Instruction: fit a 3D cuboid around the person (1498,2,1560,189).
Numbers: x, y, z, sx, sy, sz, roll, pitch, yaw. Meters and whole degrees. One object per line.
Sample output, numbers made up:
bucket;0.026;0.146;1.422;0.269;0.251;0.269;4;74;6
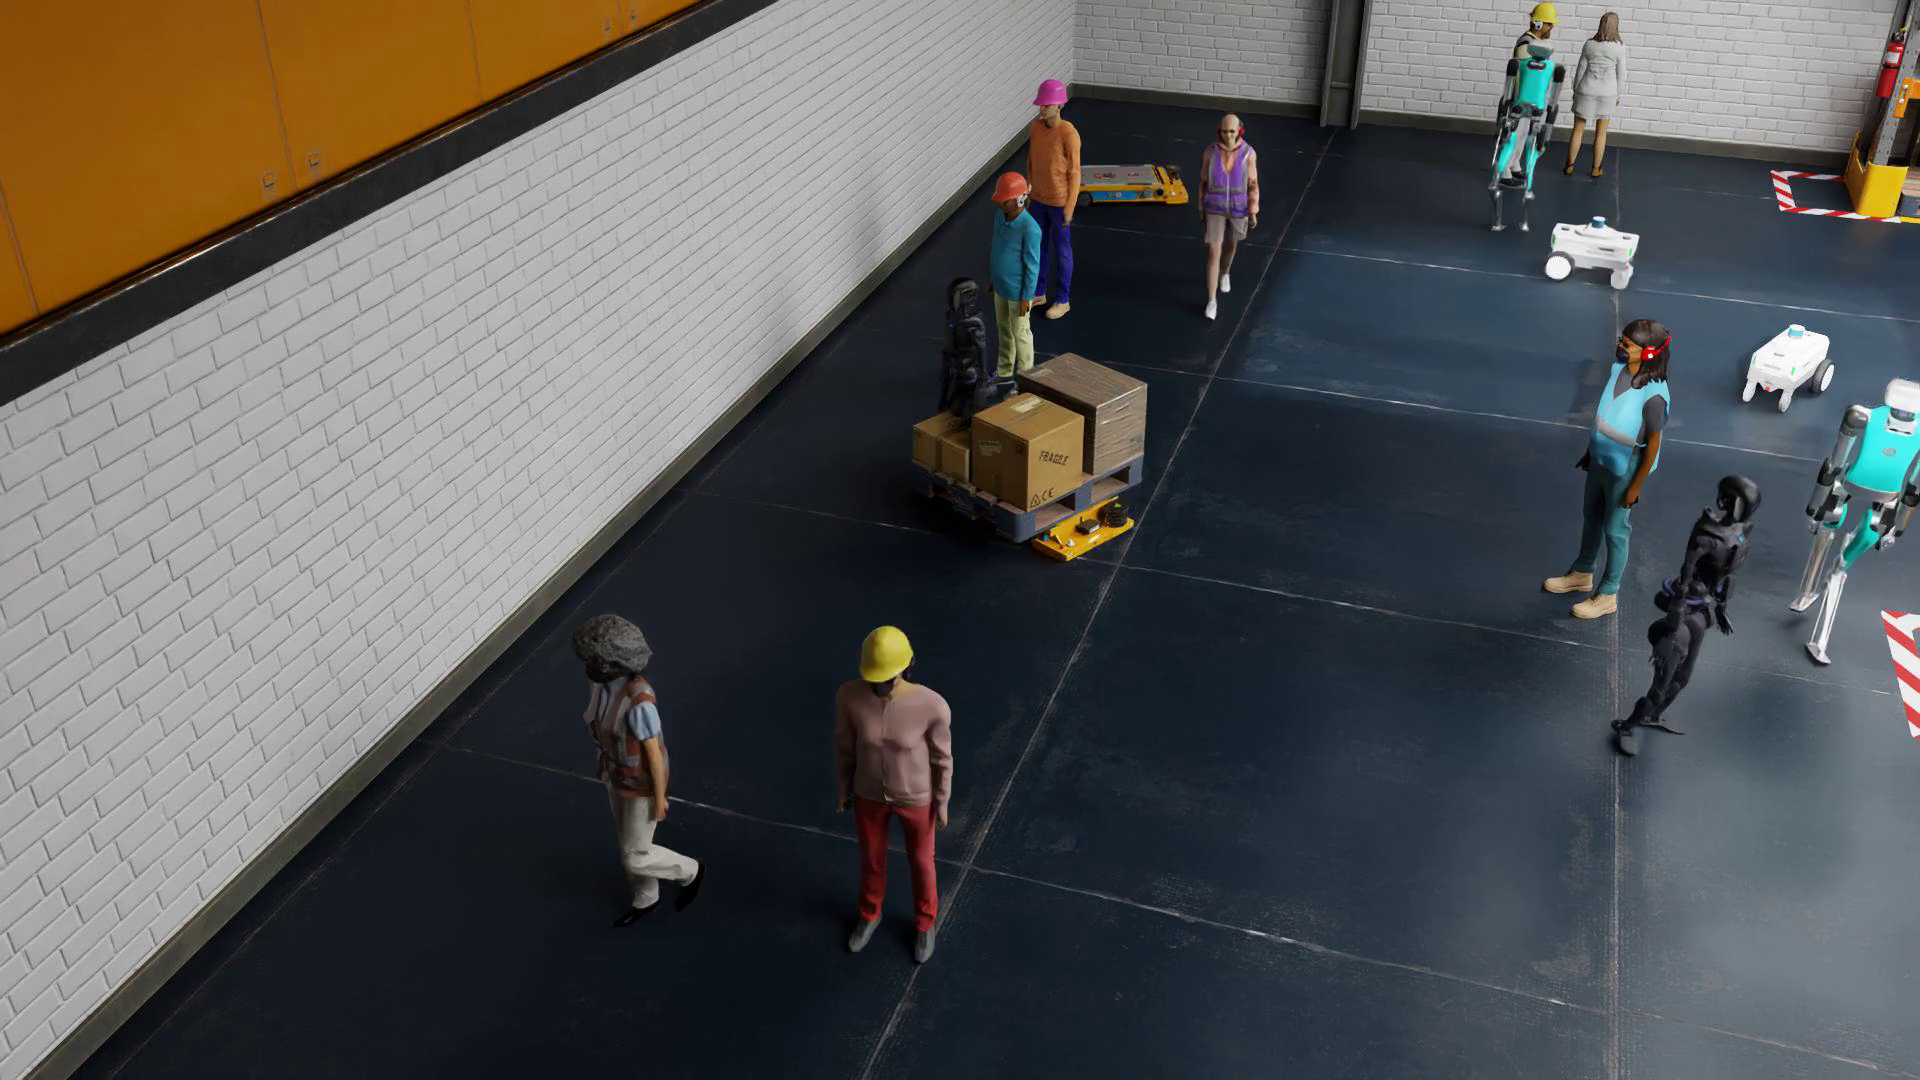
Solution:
person;5.680;-4.459;16.680;0.403;1.824;0.591;17;35;27

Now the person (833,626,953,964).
person;-0.295;1.118;7.249;0.529;1.763;0.328;7;31;12

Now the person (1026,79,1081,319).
person;0.749;-2.806;13.709;0.505;1.985;0.392;25;39;36

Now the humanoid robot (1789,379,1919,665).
humanoid robot;5.140;-0.195;9.506;0.579;1.734;0.953;12;33;20

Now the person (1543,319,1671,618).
person;3.852;-0.421;9.766;0.381;1.865;0.537;-7;31;-12

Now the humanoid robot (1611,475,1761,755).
humanoid robot;3.763;0.379;8.593;0.590;1.639;0.386;-22;37;-33

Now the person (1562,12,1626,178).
person;6.493;-4.537;16.967;0.484;1.661;0.338;12;33;20

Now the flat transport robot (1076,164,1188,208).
flat transport robot;1.528;-3.551;16.666;1.431;0.231;0.659;-1;30;-2

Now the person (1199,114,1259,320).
person;2.254;-2.769;13.975;0.499;1.648;0.893;3;31;6

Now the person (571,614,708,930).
person;-1.451;1.049;7.445;0.412;1.677;0.472;-22;37;-33

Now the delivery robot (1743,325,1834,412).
delivery robot;6.295;-1.343;12.637;0.499;0.603;0.794;26;39;37

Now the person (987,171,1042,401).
person;0.376;-1.898;12.391;0.328;1.748;0.559;-16;34;-26

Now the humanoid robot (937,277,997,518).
humanoid robot;0.040;-0.923;10.802;0.324;1.647;0.587;-16;34;-25

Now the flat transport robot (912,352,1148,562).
flat transport robot;0.414;-0.293;11.123;0.659;0.231;1.431;-26;39;-37

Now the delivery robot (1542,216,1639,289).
delivery robot;5.566;-2.555;14.709;0.808;0.614;0.499;14;33;23

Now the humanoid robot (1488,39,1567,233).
humanoid robot;5.200;-3.691;15.445;0.543;1.768;0.687;13;33;21
